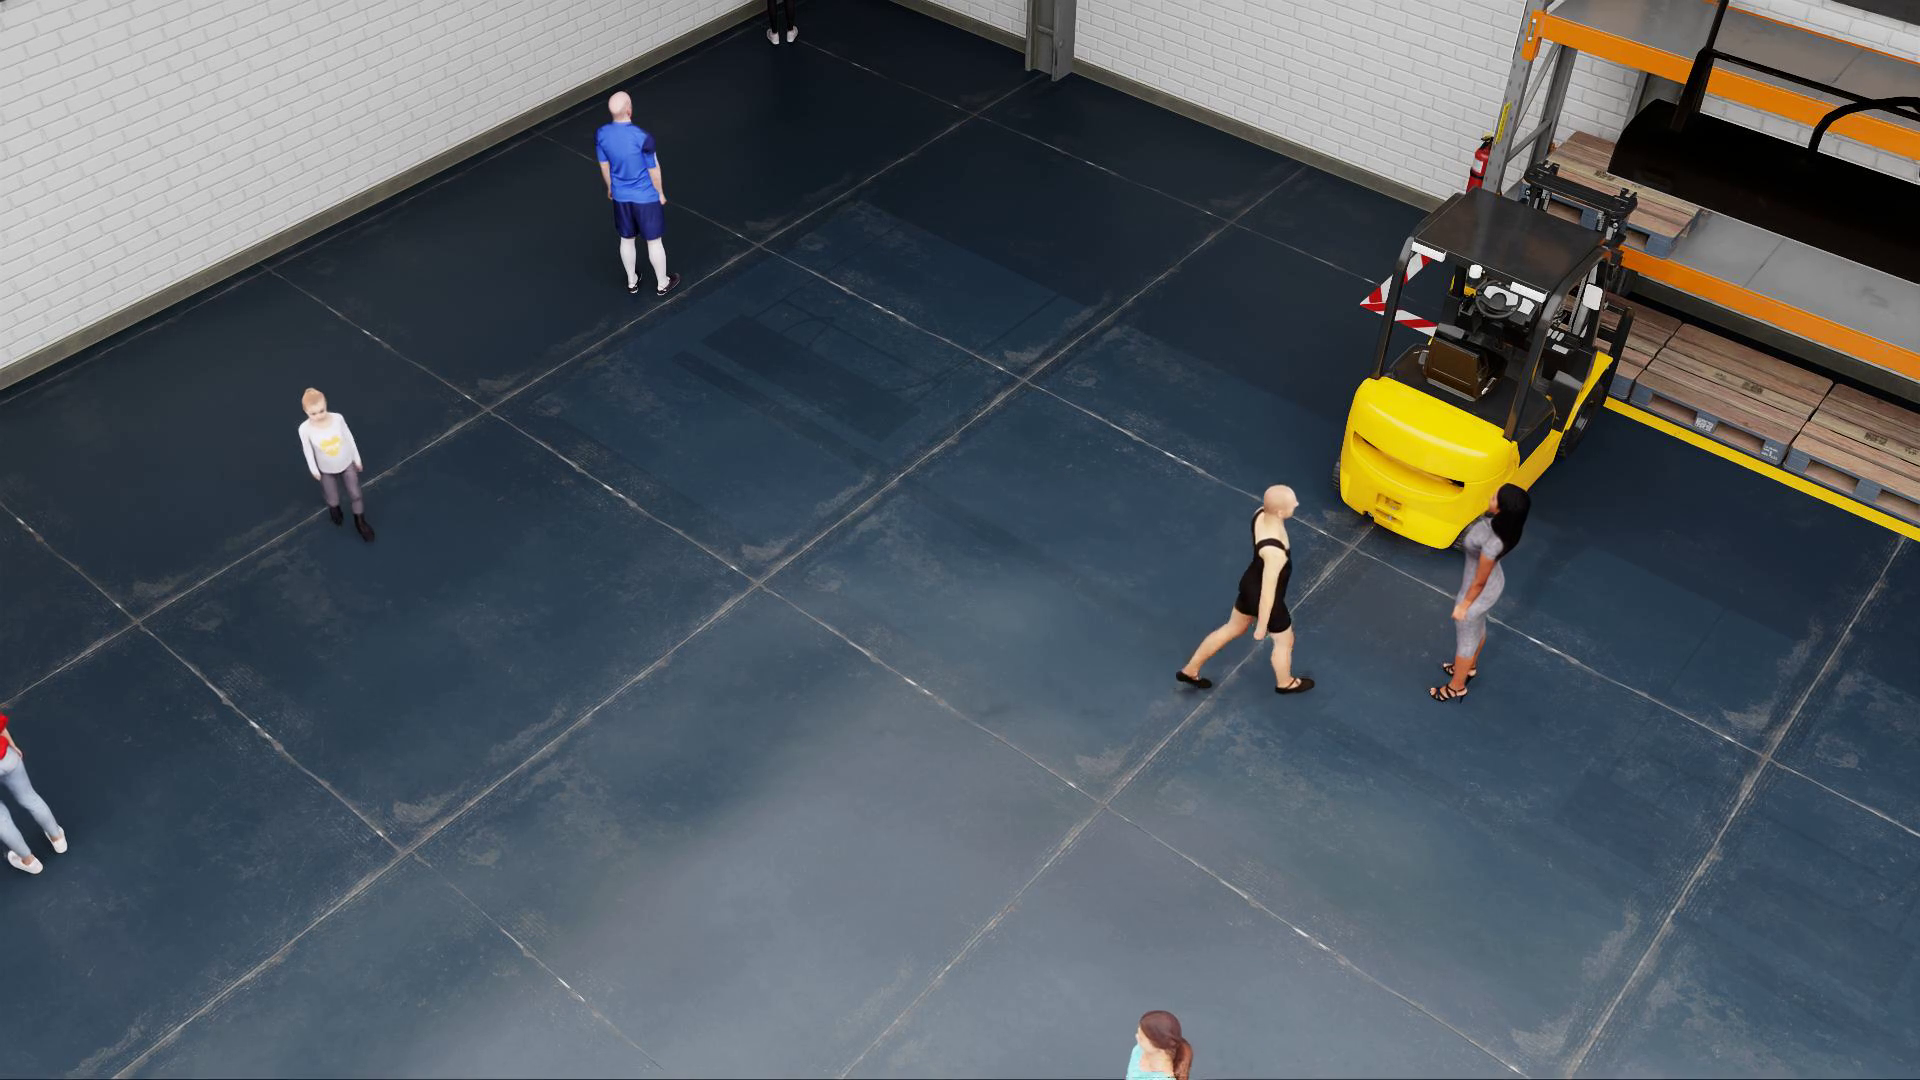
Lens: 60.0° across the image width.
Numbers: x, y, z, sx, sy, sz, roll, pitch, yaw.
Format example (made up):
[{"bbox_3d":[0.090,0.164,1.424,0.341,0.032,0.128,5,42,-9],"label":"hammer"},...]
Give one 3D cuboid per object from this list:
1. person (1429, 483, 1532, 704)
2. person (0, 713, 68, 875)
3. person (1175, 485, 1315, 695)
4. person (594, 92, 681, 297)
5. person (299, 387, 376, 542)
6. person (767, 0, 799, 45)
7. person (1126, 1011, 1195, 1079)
[{"bbox_3d":[3.235,0.336,10.334,0.527,1.781,0.592,27,50,25],"label":"person"},{"bbox_3d":[-5.517,1.282,9.395,0.508,1.707,0.617,28,50,27],"label":"person"},{"bbox_3d":[1.785,0.348,10.320,1.183,1.783,1.149,-5,44,-6],"label":"person"},{"bbox_3d":[-2.661,-2.828,13.612,0.685,1.842,0.816,9,44,9],"label":"person"},{"bbox_3d":[-4.390,-0.559,11.645,0.575,1.270,0.698,-26,50,-25],"label":"person"},{"bbox_3d":[-1.882,-5.910,16.918,0.676,1.743,0.718,-8,44,-8],"label":"person"},{"bbox_3d":[0.998,2.752,7.971,1.009,1.543,0.813,8,44,9],"label":"person"}]
